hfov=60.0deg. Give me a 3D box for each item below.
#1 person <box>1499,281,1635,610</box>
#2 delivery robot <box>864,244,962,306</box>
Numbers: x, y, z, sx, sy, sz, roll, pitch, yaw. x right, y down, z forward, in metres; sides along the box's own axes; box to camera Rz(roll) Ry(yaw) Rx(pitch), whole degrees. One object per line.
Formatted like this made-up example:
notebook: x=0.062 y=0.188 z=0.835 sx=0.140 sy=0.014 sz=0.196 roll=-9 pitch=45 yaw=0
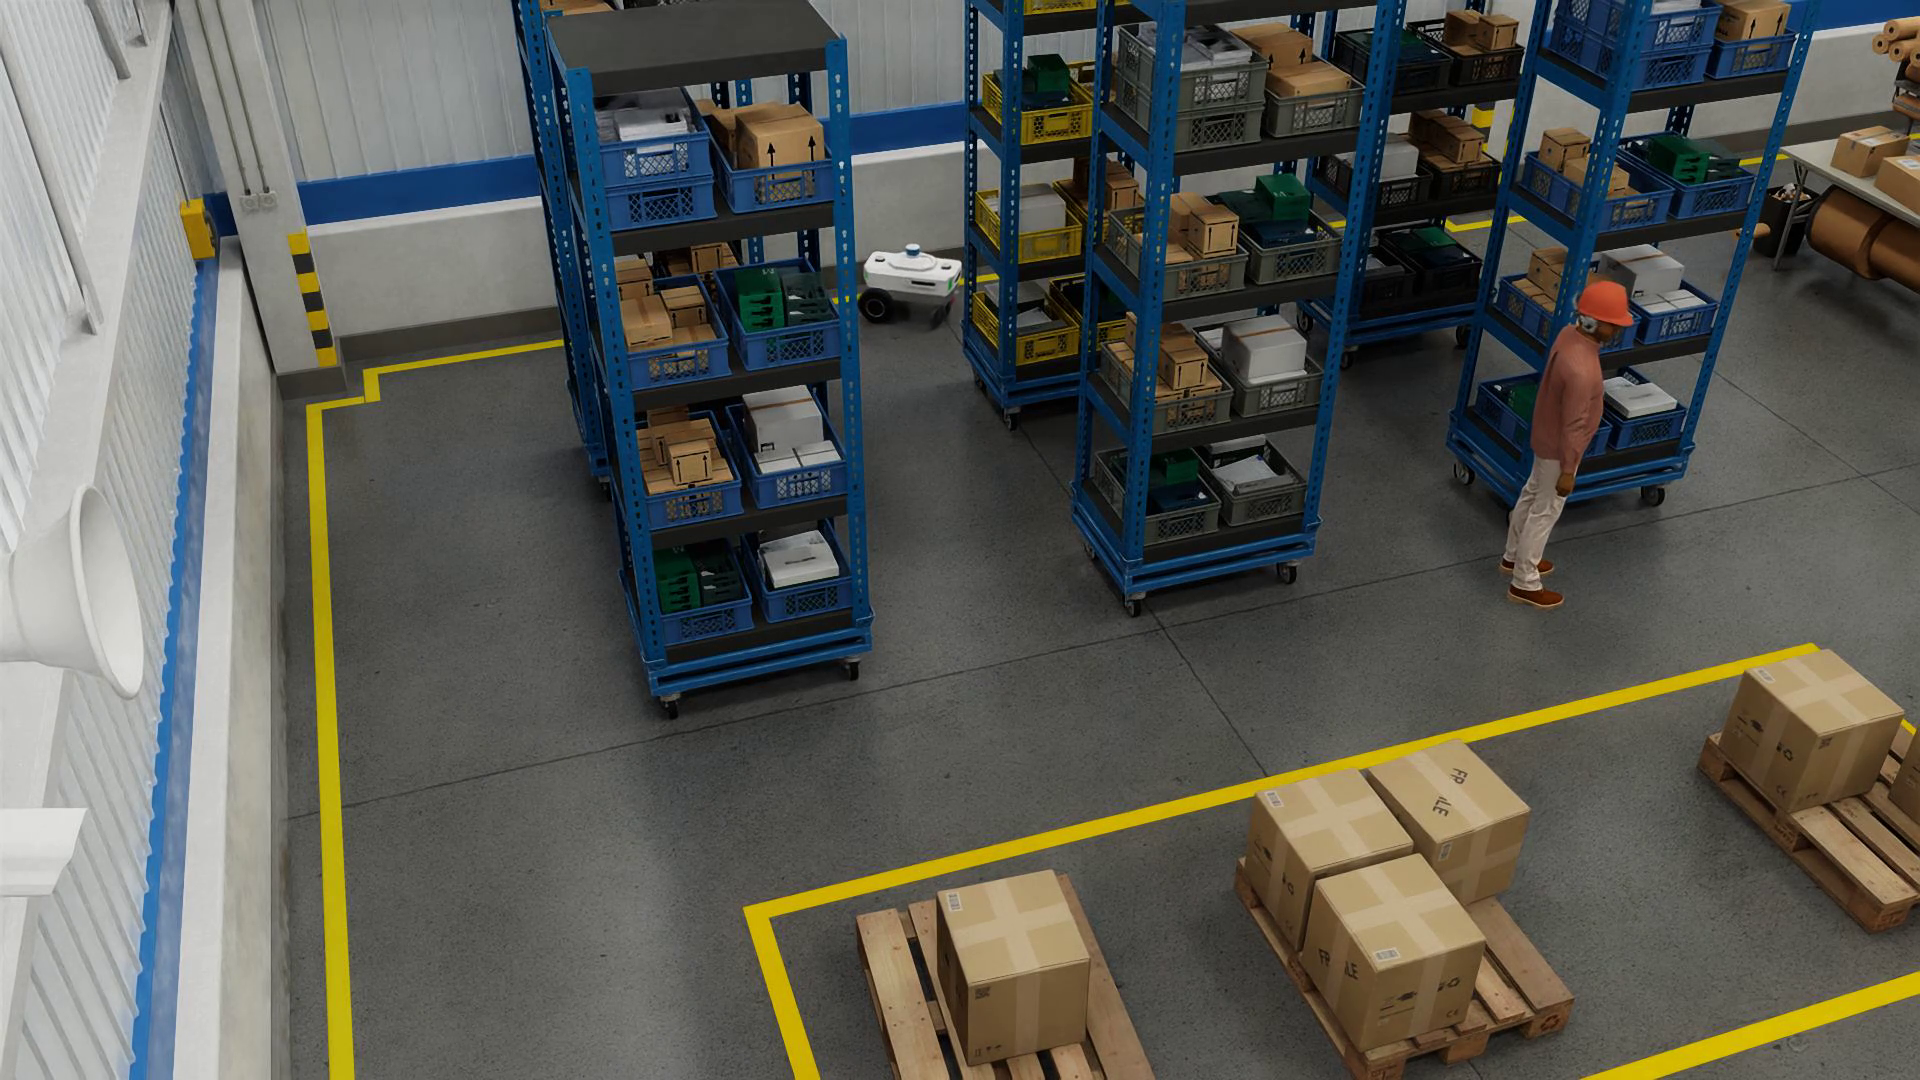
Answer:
person: x=3.381 y=-0.540 z=9.316 sx=0.389 sy=1.988 sz=0.622 roll=5 pitch=36 yaw=7
delivery robot: x=-0.351 y=-1.992 z=12.533 sx=0.707 sy=0.478 sz=0.477 roll=8 pitch=36 yaw=11
